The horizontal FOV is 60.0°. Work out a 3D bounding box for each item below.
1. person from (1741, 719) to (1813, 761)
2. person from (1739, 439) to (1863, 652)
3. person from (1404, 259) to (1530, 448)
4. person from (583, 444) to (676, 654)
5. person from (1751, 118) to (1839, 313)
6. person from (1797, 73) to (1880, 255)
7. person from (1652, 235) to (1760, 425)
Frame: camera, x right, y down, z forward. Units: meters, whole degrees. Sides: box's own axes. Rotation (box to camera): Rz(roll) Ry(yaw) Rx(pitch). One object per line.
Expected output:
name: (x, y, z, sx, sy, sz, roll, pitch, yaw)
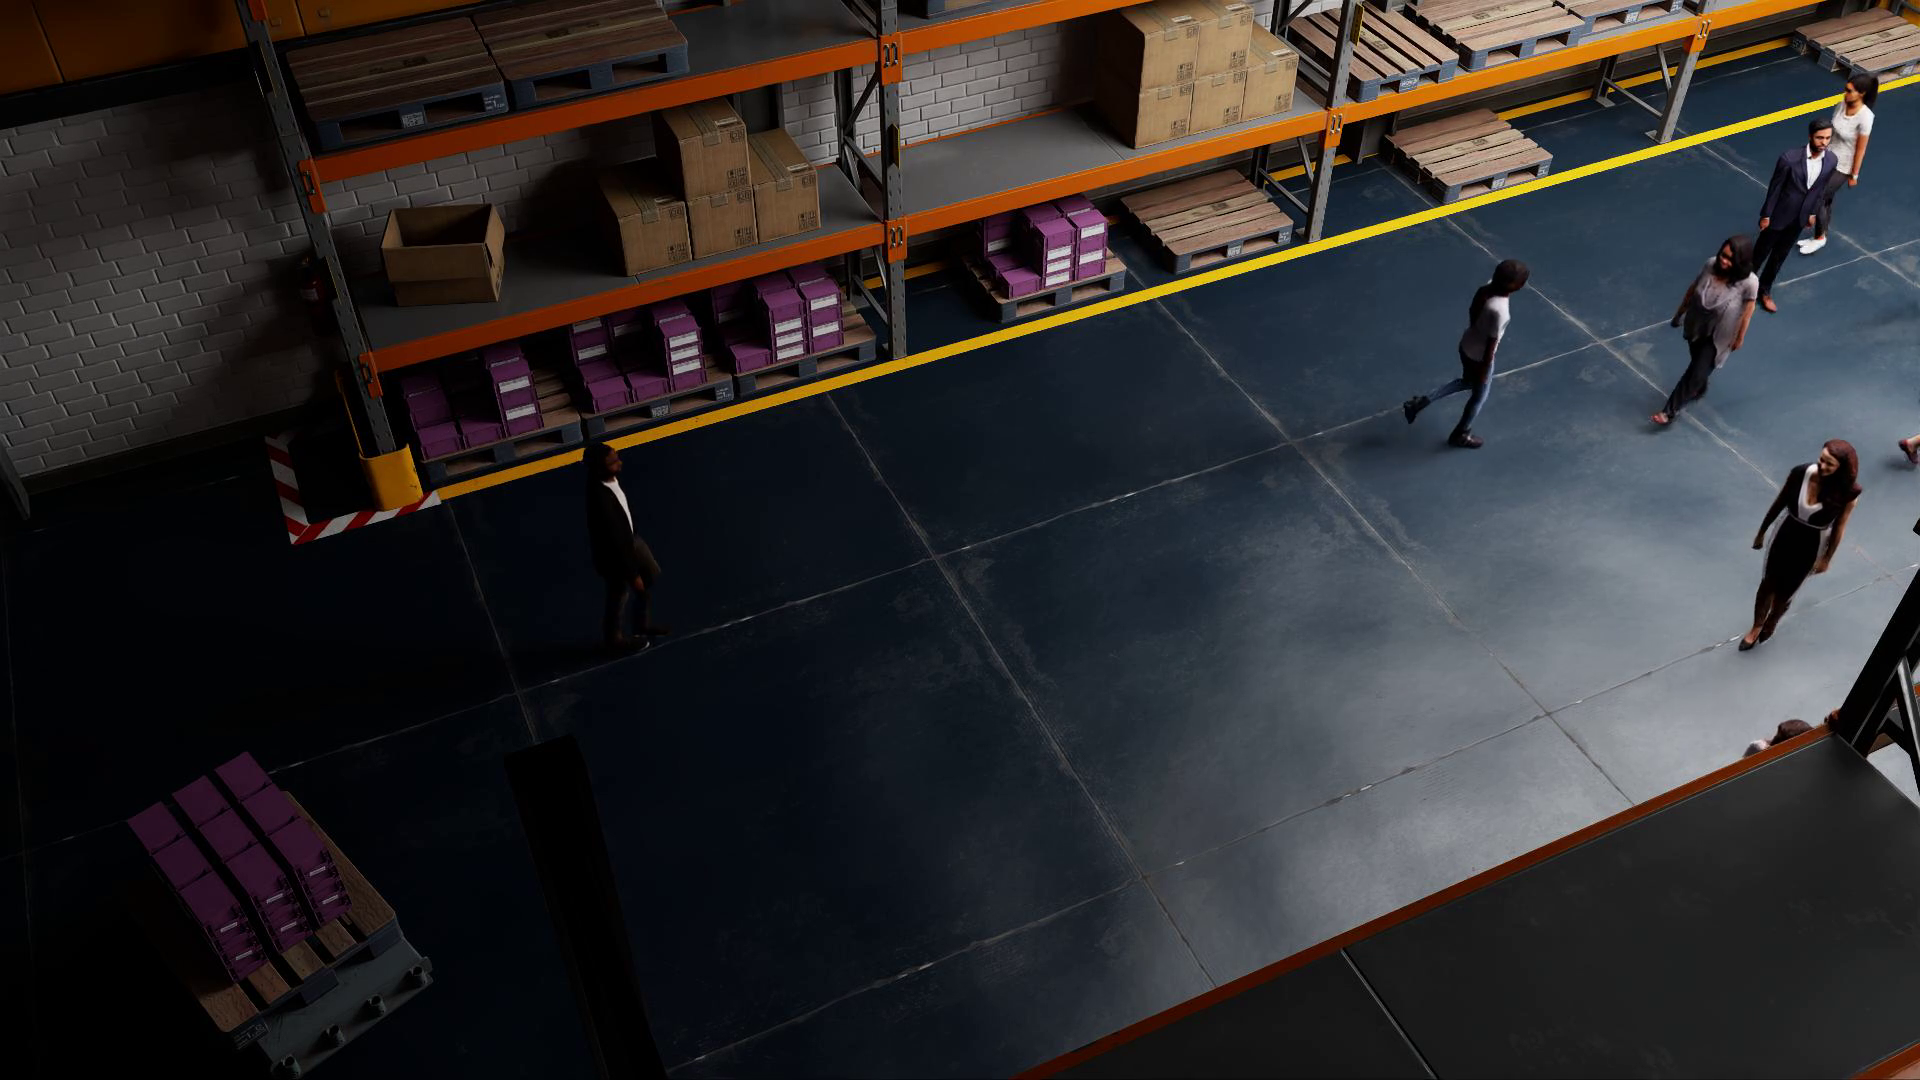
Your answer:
person: (4.441, 1.487, 9.269, 1.049, 1.535, 0.566, -22, 48, -21)
person: (5.372, 0.023, 10.623, 0.710, 1.788, 0.692, -33, 52, -29)
person: (3.696, -1.343, 12.120, 1.000, 1.701, 0.866, -1, 44, -2)
person: (-2.265, 0.092, 10.551, 0.798, 1.786, 0.776, -5, 44, -5)
person: (6.694, -2.638, 13.459, 0.602, 1.727, 0.757, -3, 44, -3)
person: (7.525, -3.192, 14.115, 0.684, 1.626, 0.675, -7, 44, -7)
person: (5.716, -1.622, 12.509, 0.987, 1.568, 0.677, -21, 48, -21)
